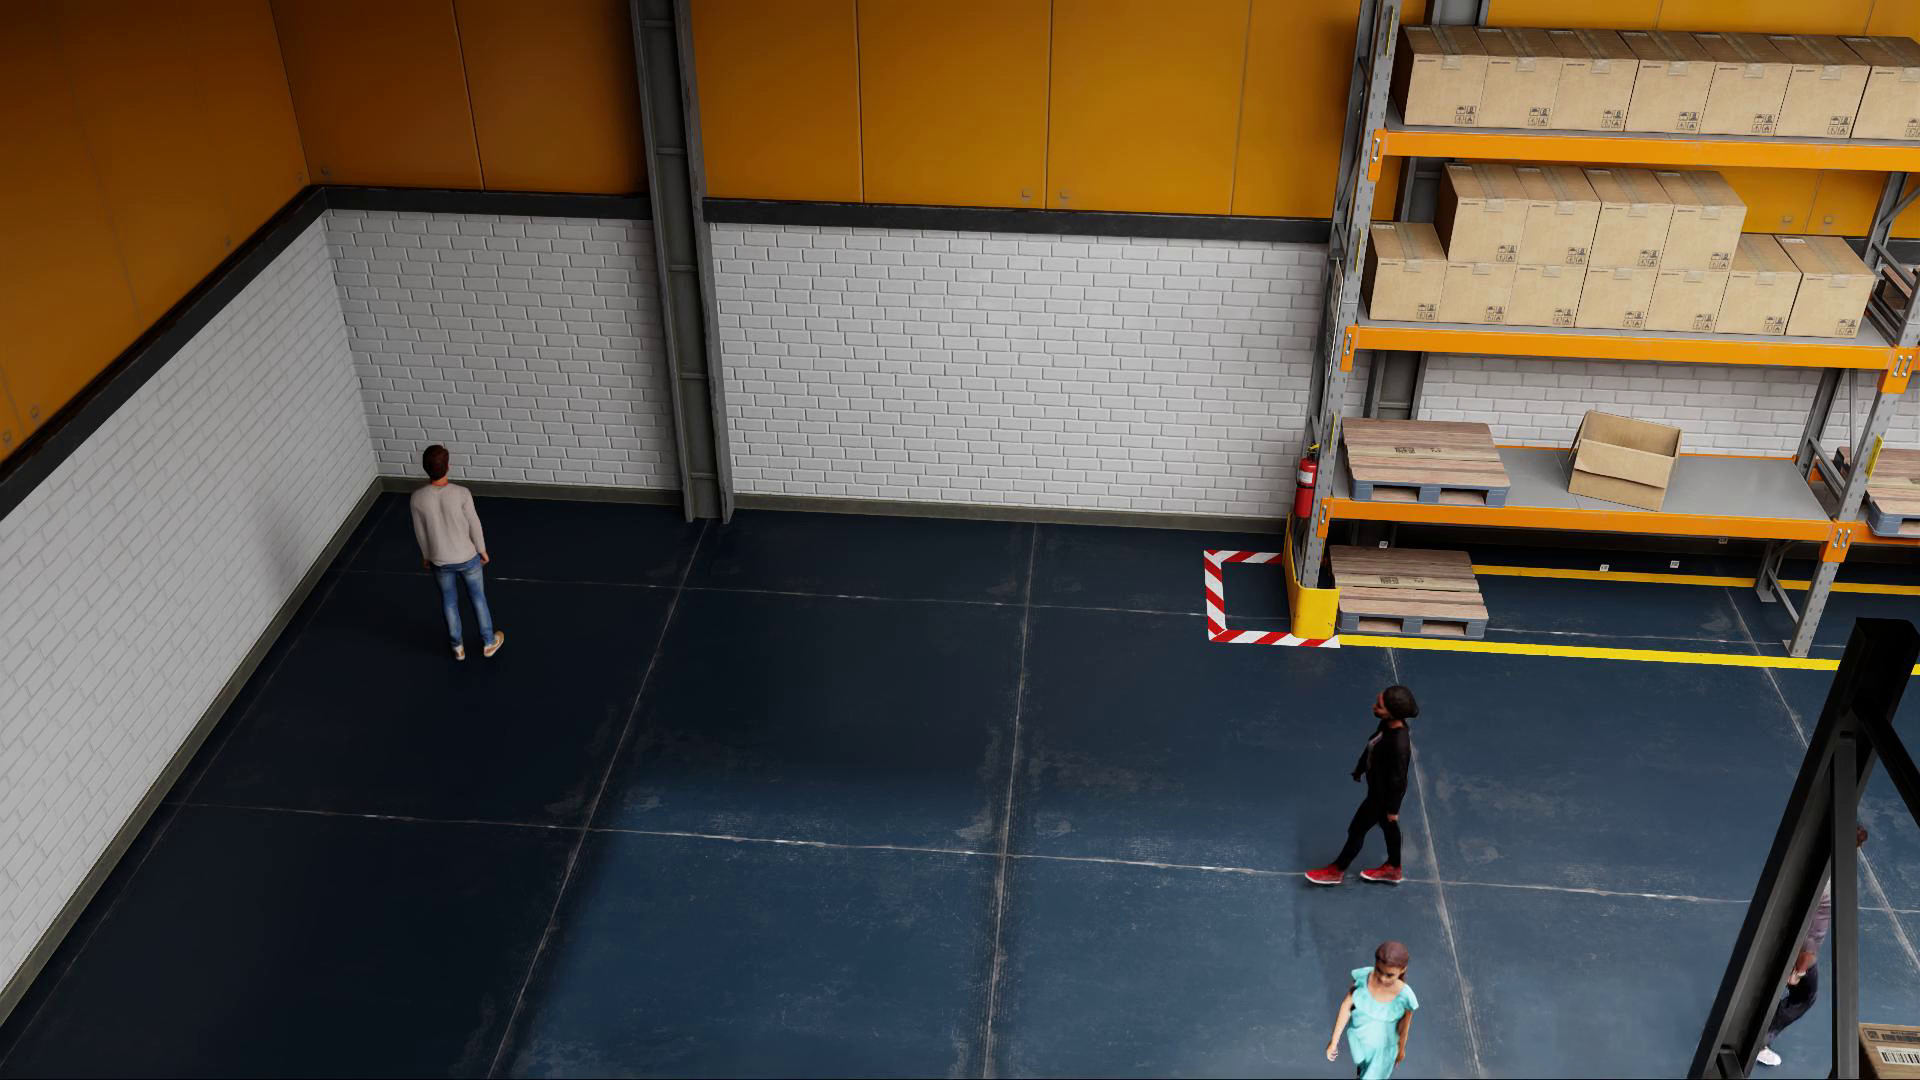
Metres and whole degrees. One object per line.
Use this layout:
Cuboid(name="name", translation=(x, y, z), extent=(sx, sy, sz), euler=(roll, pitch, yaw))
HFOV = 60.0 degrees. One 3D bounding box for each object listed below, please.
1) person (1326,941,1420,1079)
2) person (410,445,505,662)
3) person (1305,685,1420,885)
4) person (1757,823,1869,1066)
Cuboid(name="person", translation=(2.370, 2.787, 9.416), extent=(0.904, 1.533, 0.918), euler=(28, 43, 35))
Cuboid(name="person", translation=(-3.990, 0.115, 13.105), extent=(0.576, 1.902, 0.777), euler=(-4, 34, -6))
Cuboid(name="person", translation=(2.888, 1.654, 11.011), extent=(0.876, 1.655, 0.629), euler=(3, 34, 5))
Cuboid(name="person", translation=(4.780, 2.360, 9.790), extent=(0.710, 1.831, 0.735), euler=(-3, 34, -4))
